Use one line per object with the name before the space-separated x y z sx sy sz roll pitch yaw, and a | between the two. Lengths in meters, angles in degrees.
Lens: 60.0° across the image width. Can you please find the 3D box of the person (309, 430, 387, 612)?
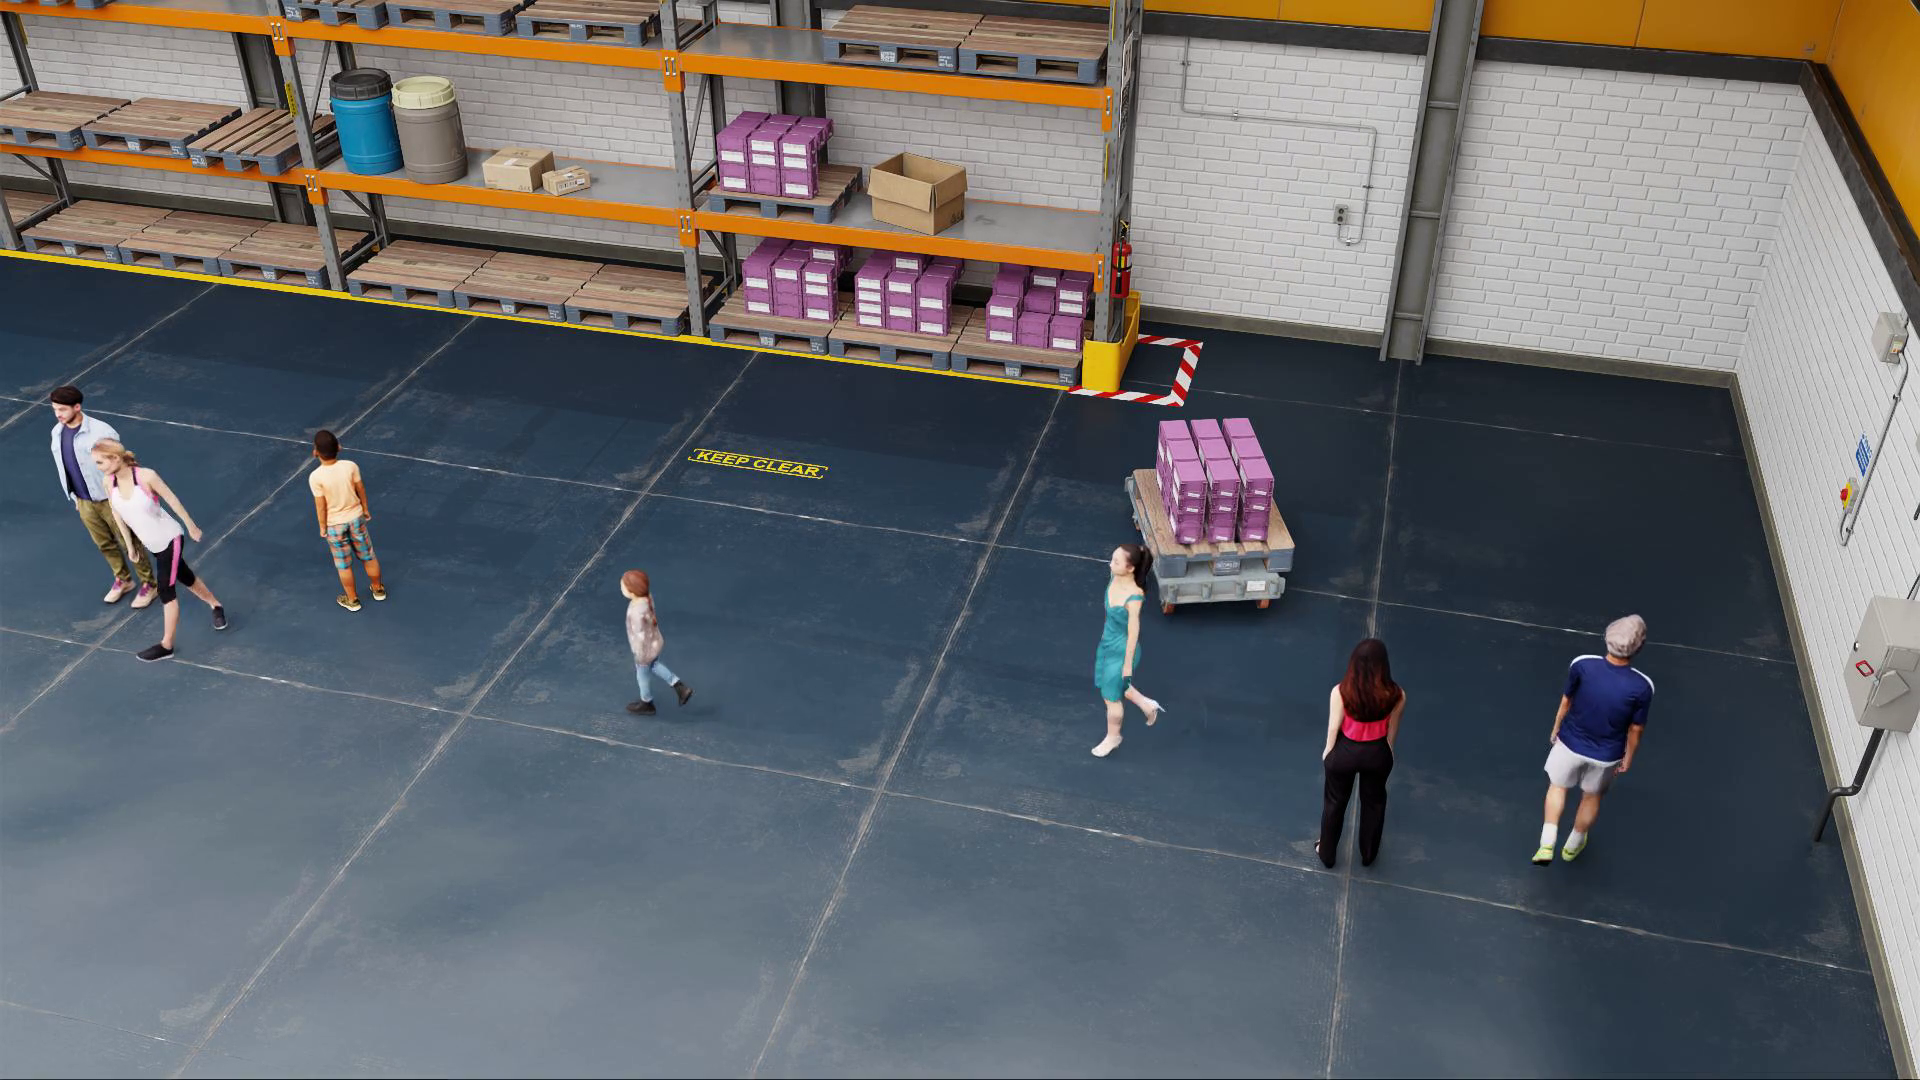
person | -4.527 -0.149 12.224 0.603 1.461 0.630 -26 42 -33

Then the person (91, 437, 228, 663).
person | -5.582 -0.015 11.785 0.951 1.723 0.728 4 34 7

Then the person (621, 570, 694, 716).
person | -2.066 0.698 11.198 0.721 1.185 0.534 4 34 7

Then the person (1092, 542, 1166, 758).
person | 1.105 0.706 10.744 0.845 1.675 0.753 -9 35 -13

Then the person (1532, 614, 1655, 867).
person | 3.696 1.249 9.791 0.899 1.826 0.828 17 37 24

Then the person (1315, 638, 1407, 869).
person | 2.377 1.281 9.894 0.519 1.658 0.690 2 34 3

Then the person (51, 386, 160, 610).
person | -6.271 -0.322 12.169 0.499 1.809 0.735 7 34 10
